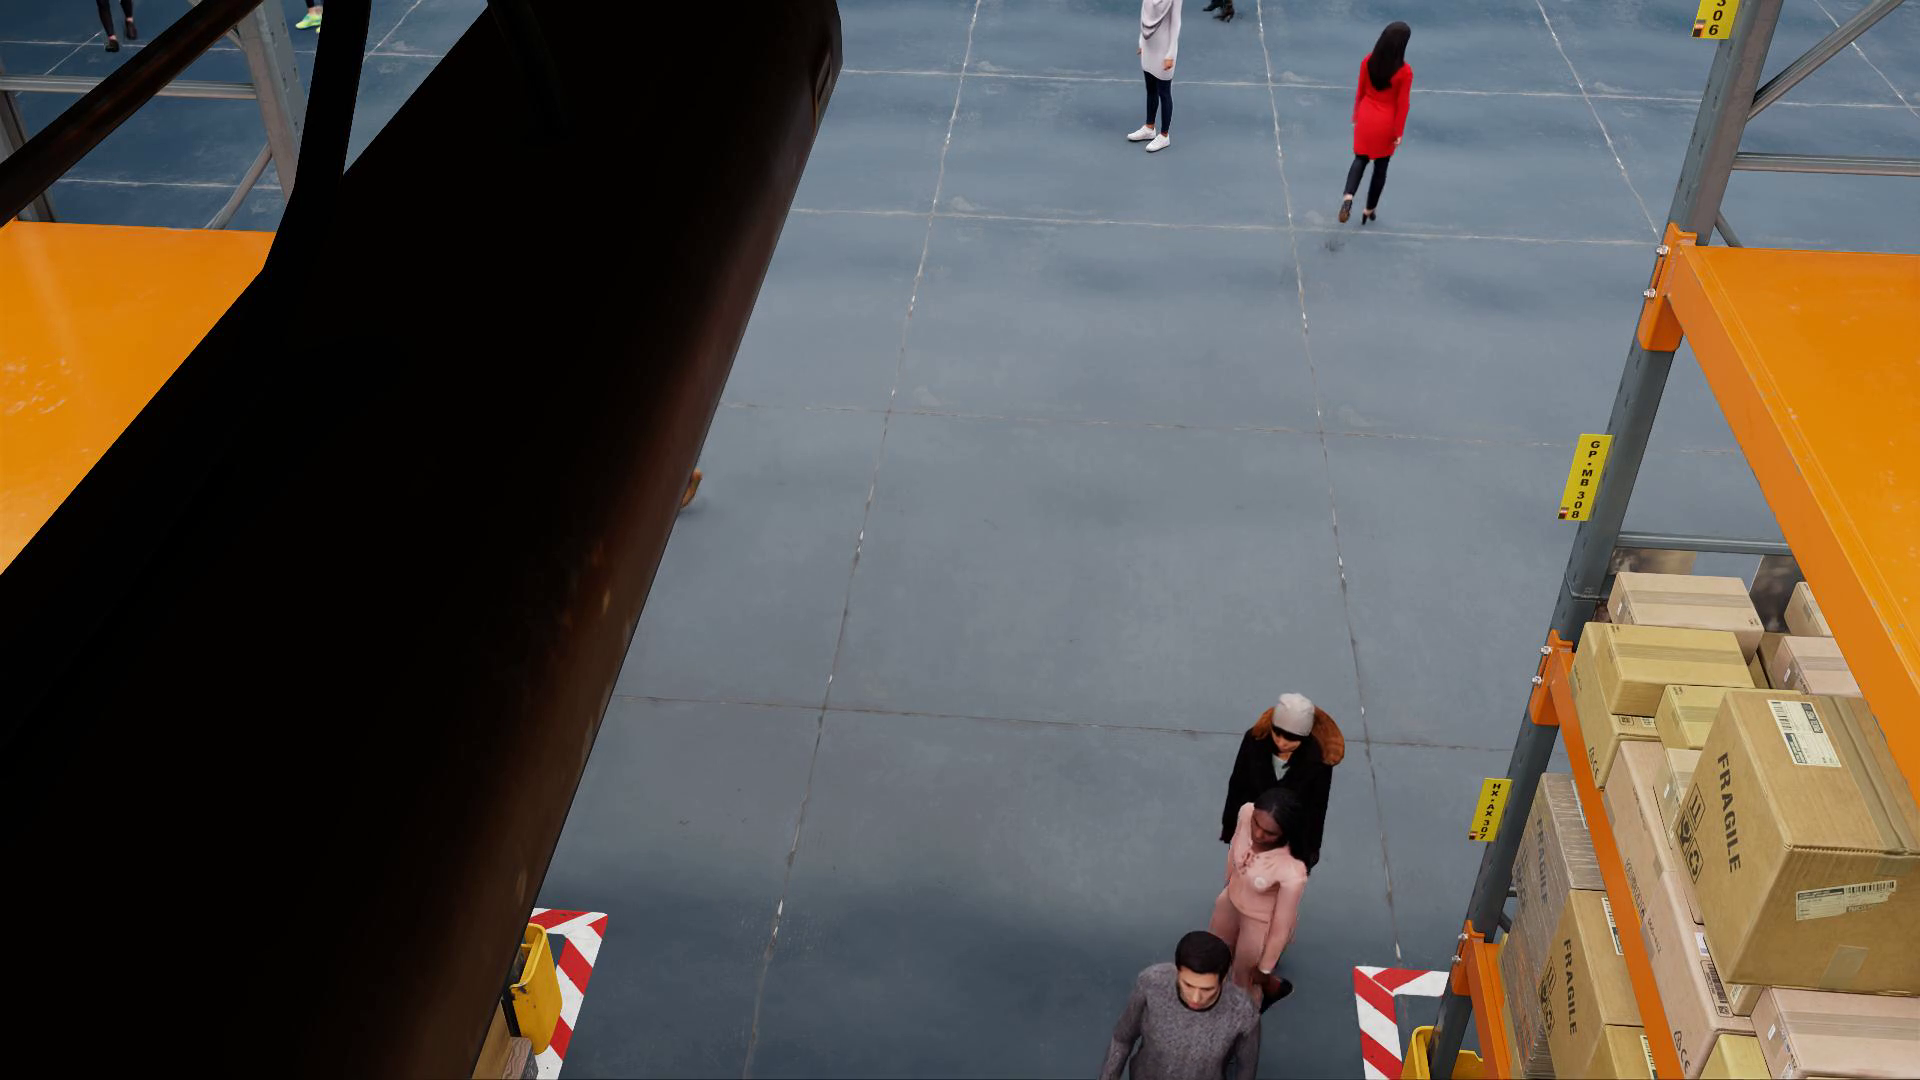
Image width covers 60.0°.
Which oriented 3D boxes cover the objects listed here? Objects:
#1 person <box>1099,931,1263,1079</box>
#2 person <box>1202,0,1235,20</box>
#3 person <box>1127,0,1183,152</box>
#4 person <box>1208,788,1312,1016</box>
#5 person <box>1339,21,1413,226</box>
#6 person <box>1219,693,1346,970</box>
[{"bbox_3d":[0.860,2.048,6.423,0.953,1.795,1.235,16,41,19],"label":"person"},{"bbox_3d":[2.731,-6.073,17.002,0.696,1.550,0.475,12,39,14],"label":"person"},{"bbox_3d":[1.749,-4.302,14.555,0.761,1.775,0.665,-20,42,-24],"label":"person"},{"bbox_3d":[1.328,1.607,7.057,0.855,1.708,0.789,-14,40,-17],"label":"person"},{"bbox_3d":[3.284,-3.254,13.249,0.843,1.735,0.960,23,43,26],"label":"person"},{"bbox_3d":[1.411,1.292,7.518,0.699,1.636,0.696,13,40,17],"label":"person"}]
